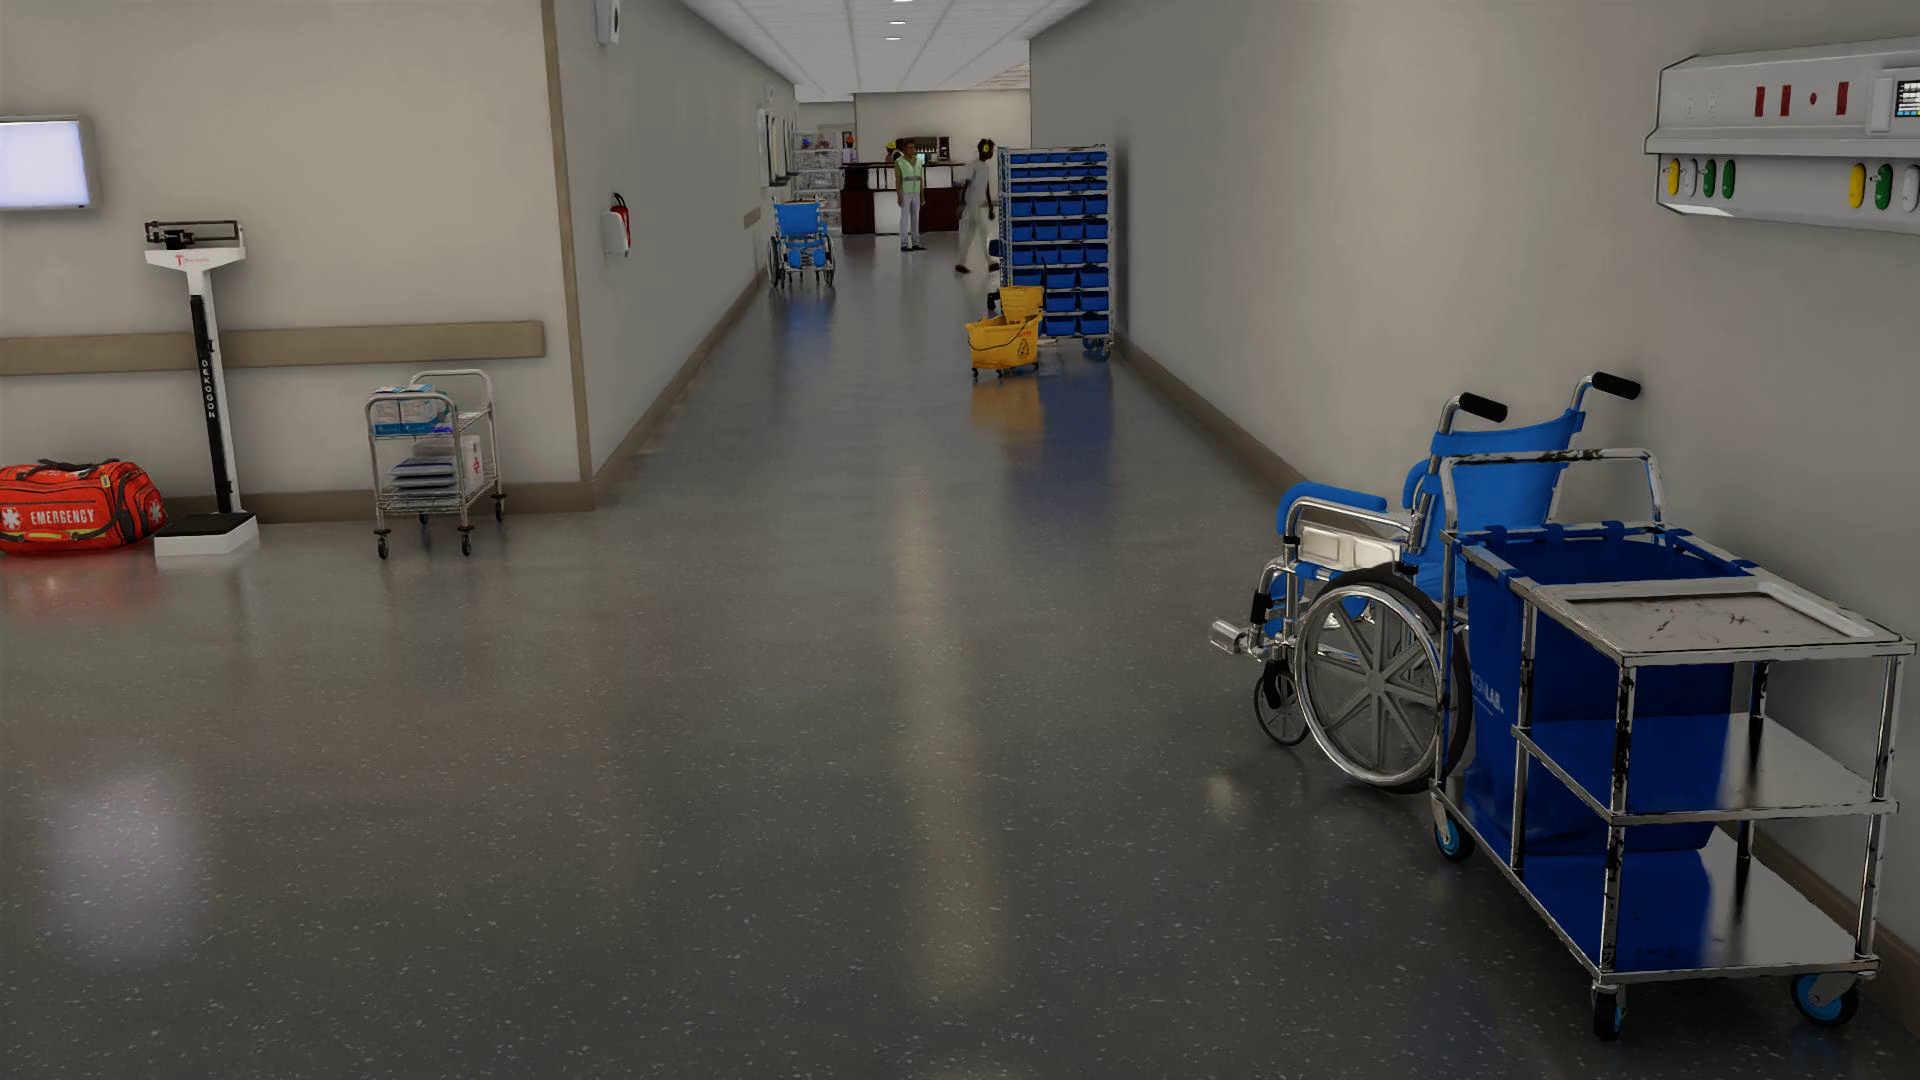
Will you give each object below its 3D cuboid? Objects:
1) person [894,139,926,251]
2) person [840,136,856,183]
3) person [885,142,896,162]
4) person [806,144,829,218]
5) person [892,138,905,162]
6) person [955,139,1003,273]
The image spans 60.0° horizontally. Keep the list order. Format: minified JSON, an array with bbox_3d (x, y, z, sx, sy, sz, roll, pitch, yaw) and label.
[{"bbox_3d":[-0.846,-5.738,27.698,0.560,1.839,0.396,-14,18,-41],"label":"person"},{"bbox_3d":[-3.091,-10.417,46.977,0.551,1.935,0.371,7,16,31],"label":"person"},{"bbox_3d":[-1.635,-8.680,40.026,0.314,1.767,0.534,-6,14,-17],"label":"person"},{"bbox_3d":[-3.438,-8.717,40.410,0.572,1.750,0.330,-2,14,-3],"label":"person"},{"bbox_3d":[-1.391,-8.594,39.489,0.429,1.841,0.636,-1,14,3],"label":"person"},{"bbox_3d":[0.290,-4.557,22.752,0.874,1.809,0.600,4,15,20],"label":"person"}]
